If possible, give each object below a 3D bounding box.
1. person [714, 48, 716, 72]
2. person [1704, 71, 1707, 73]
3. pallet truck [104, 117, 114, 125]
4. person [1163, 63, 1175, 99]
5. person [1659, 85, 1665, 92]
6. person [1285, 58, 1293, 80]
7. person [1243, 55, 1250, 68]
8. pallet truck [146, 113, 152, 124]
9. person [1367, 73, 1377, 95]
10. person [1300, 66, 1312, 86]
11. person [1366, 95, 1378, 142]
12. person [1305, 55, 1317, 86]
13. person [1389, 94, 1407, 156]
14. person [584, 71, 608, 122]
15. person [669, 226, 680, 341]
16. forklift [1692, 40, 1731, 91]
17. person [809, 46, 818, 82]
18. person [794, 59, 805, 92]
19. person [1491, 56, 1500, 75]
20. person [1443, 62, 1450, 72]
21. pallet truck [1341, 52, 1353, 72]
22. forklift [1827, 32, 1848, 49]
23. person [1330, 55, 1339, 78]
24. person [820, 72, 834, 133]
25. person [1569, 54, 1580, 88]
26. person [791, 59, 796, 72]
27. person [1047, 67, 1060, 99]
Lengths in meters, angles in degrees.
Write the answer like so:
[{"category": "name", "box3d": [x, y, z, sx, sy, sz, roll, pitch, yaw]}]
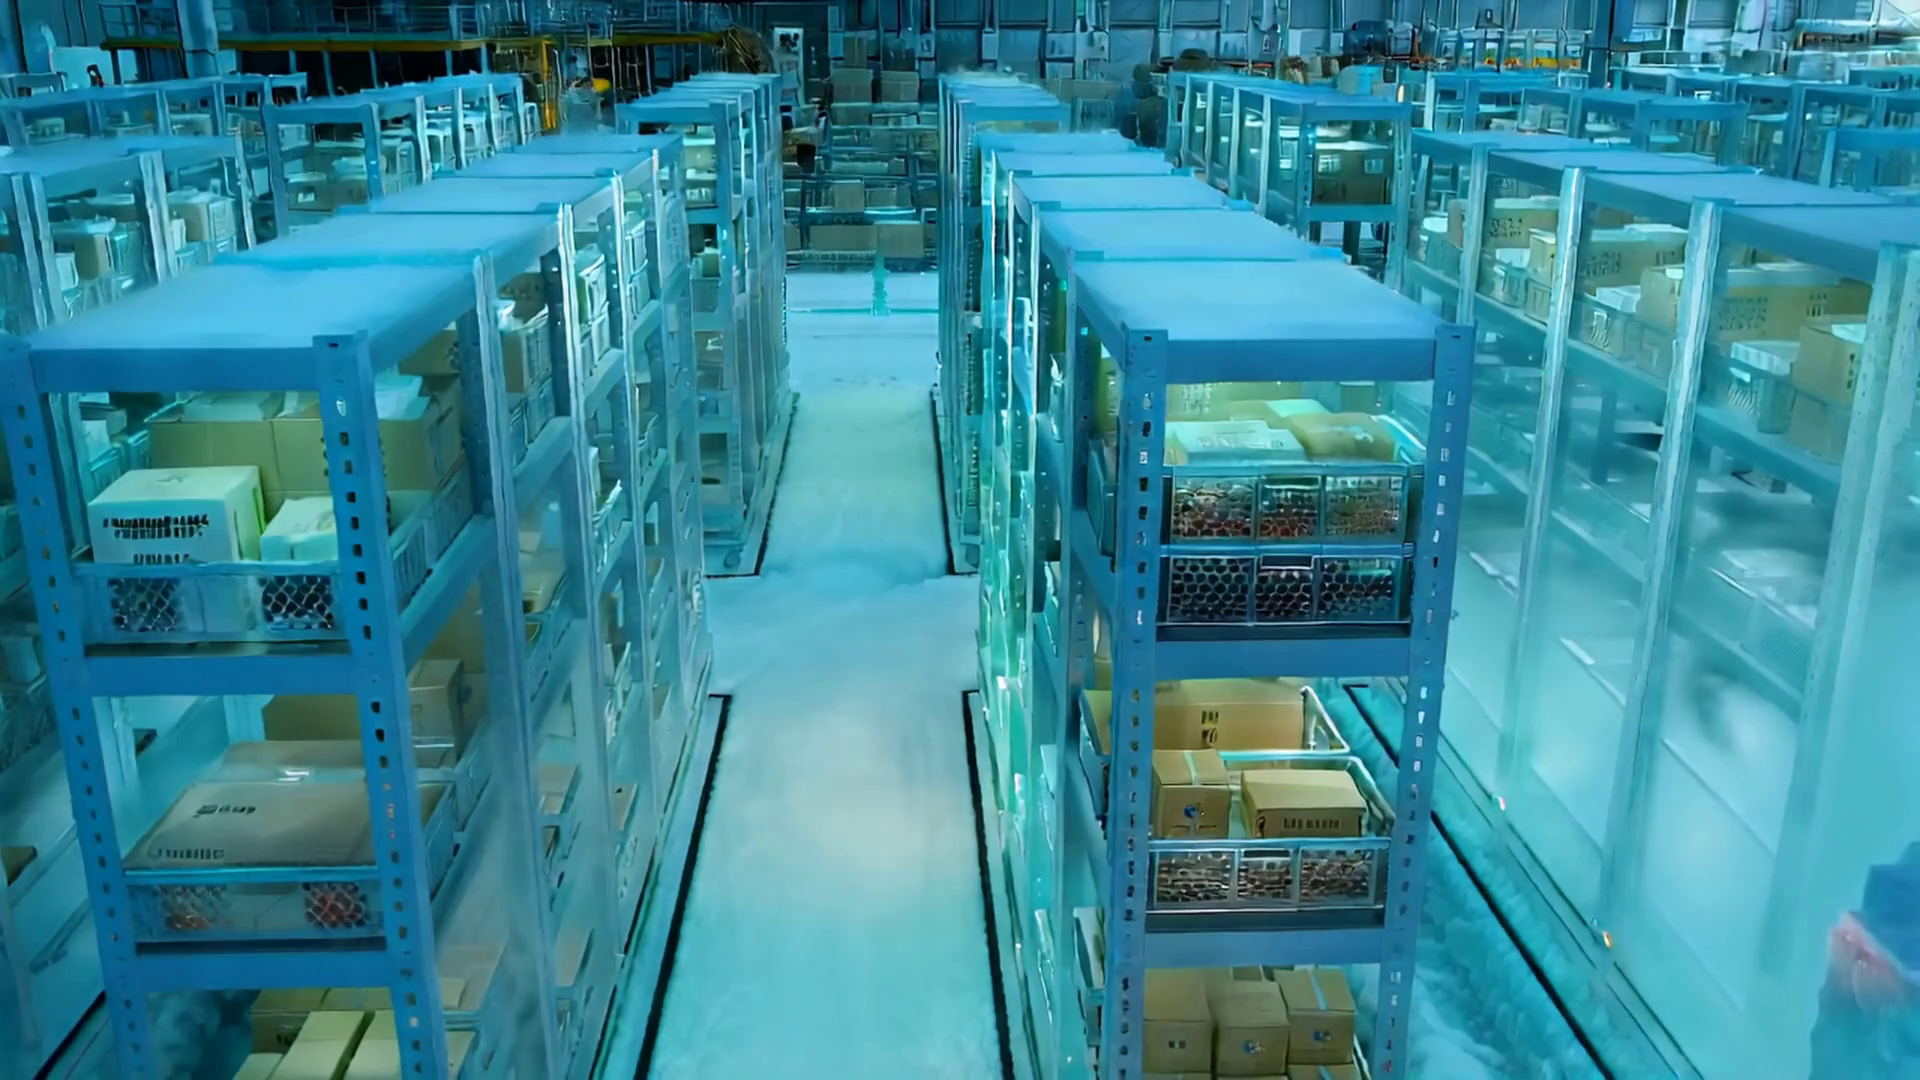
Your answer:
[{"category": "person", "box3d": [-13.863, -26.856, 93.787, 0.382, 1.996, 0.608, -6, 19, -19]}, {"category": "person", "box3d": [29.421, -17.837, 65.952, 0.630, 1.945, 0.564, 2, 18, 5]}, {"category": "pallet truck", "box3d": [-18.367, -7.885, 35.078, 1.885, 1.965, 0.823, 1, 18, 2]}, {"category": "person", "box3d": [8.294, -17.721, 65.446, 0.684, 2.000, 0.535, -2, 18, -7]}, {"category": "person", "box3d": [25.266, -15.735, 59.479, 0.563, 1.930, 0.389, 7, 19, 22]}, {"category": "person", "box3d": [14.837, -20.643, 74.692, 0.670, 1.923, 0.640, 8, 20, 24]}, {"category": "person", "box3d": [14.904, -24.417, 86.718, 0.452, 1.685, 0.548, 17, 25, 42]}, {"category": "pallet truck", "box3d": [-18.087, -8.309, 36.390, 1.885, 1.965, 0.823, -1, 18, -4]}, {"category": "person", "box3d": [15.879, -17.226, 64.429, 0.906, 1.725, 0.530, 2, 18, 5]}, {"category": "person", "box3d": [14.185, -18.477, 68.155, 0.994, 1.815, 0.537, -12, 21, -33]}, {"category": "person", "box3d": [12.255, -12.470, 49.795, 0.546, 1.653, 0.829, 1, 18, 2]}, {"category": "person", "box3d": [16.754, -22.199, 79.485, 0.369, 1.931, 0.627, -14, 23, -38]}, {"category": "person", "box3d": [12.589, -11.845, 47.635, 0.627, 1.800, 0.807, -1, 18, -2]}, {"category": "person", "box3d": [-13.643, -16.564, 62.160, 0.765, 1.864, 0.594, 3, 18, 8]}, {"category": "person", "box3d": [-3.599, -3.176, 20.788, 0.513, 1.814, 0.625, 13, 22, 35]}, {"category": "forklift", "box3d": [30.996, -19.122, 68.437, 1.129, 2.768, 1.873, -1, 18, -2]}, {"category": "person", "box3d": [-8.280, -26.915, 94.045, 0.616, 1.946, 0.392, -16, 24, -41]}, {"category": "person", "box3d": [-8.065, -23.530, 83.646, 0.547, 1.907, 0.842, -3, 18, -9]}, {"category": "person", "box3d": [25.988, -22.551, 80.712, 0.687, 1.845, 1.030, -15, 23, -39]}, {"category": "person", "box3d": [21.920, -20.681, 75.097, 0.337, 1.738, 0.524, 5, 18, 14]}, {"category": "pallet truck", "box3d": [18.794, -23.123, 82.231, 0.823, 1.965, 1.885, -13, 22, -35]}, {"category": "forklift", "box3d": [46.023, -25.321, 87.619, 1.129, 2.768, 1.873, -1, 18, -2]}, {"category": "person", "box3d": [18.912, -23.479, 83.659, 0.966, 1.785, 0.649, 5, 19, 16]}, {"category": "person", "box3d": [-4.646, -15.027, 57.130, 0.641, 2.023, 0.647, 7, 19, 20]}, {"category": "person", "box3d": [29.614, -22.415, 80.155, 0.372, 1.924, 0.594, 12, 21, 32]}, {"category": "person", "box3d": [-9.003, -25.925, 91.033, 0.386, 1.917, 0.584, 17, 25, 42]}, {"category": "person", "box3d": [3.506, -16.799, 62.694, 0.429, 1.983, 0.640, -14, 23, -37]}]
